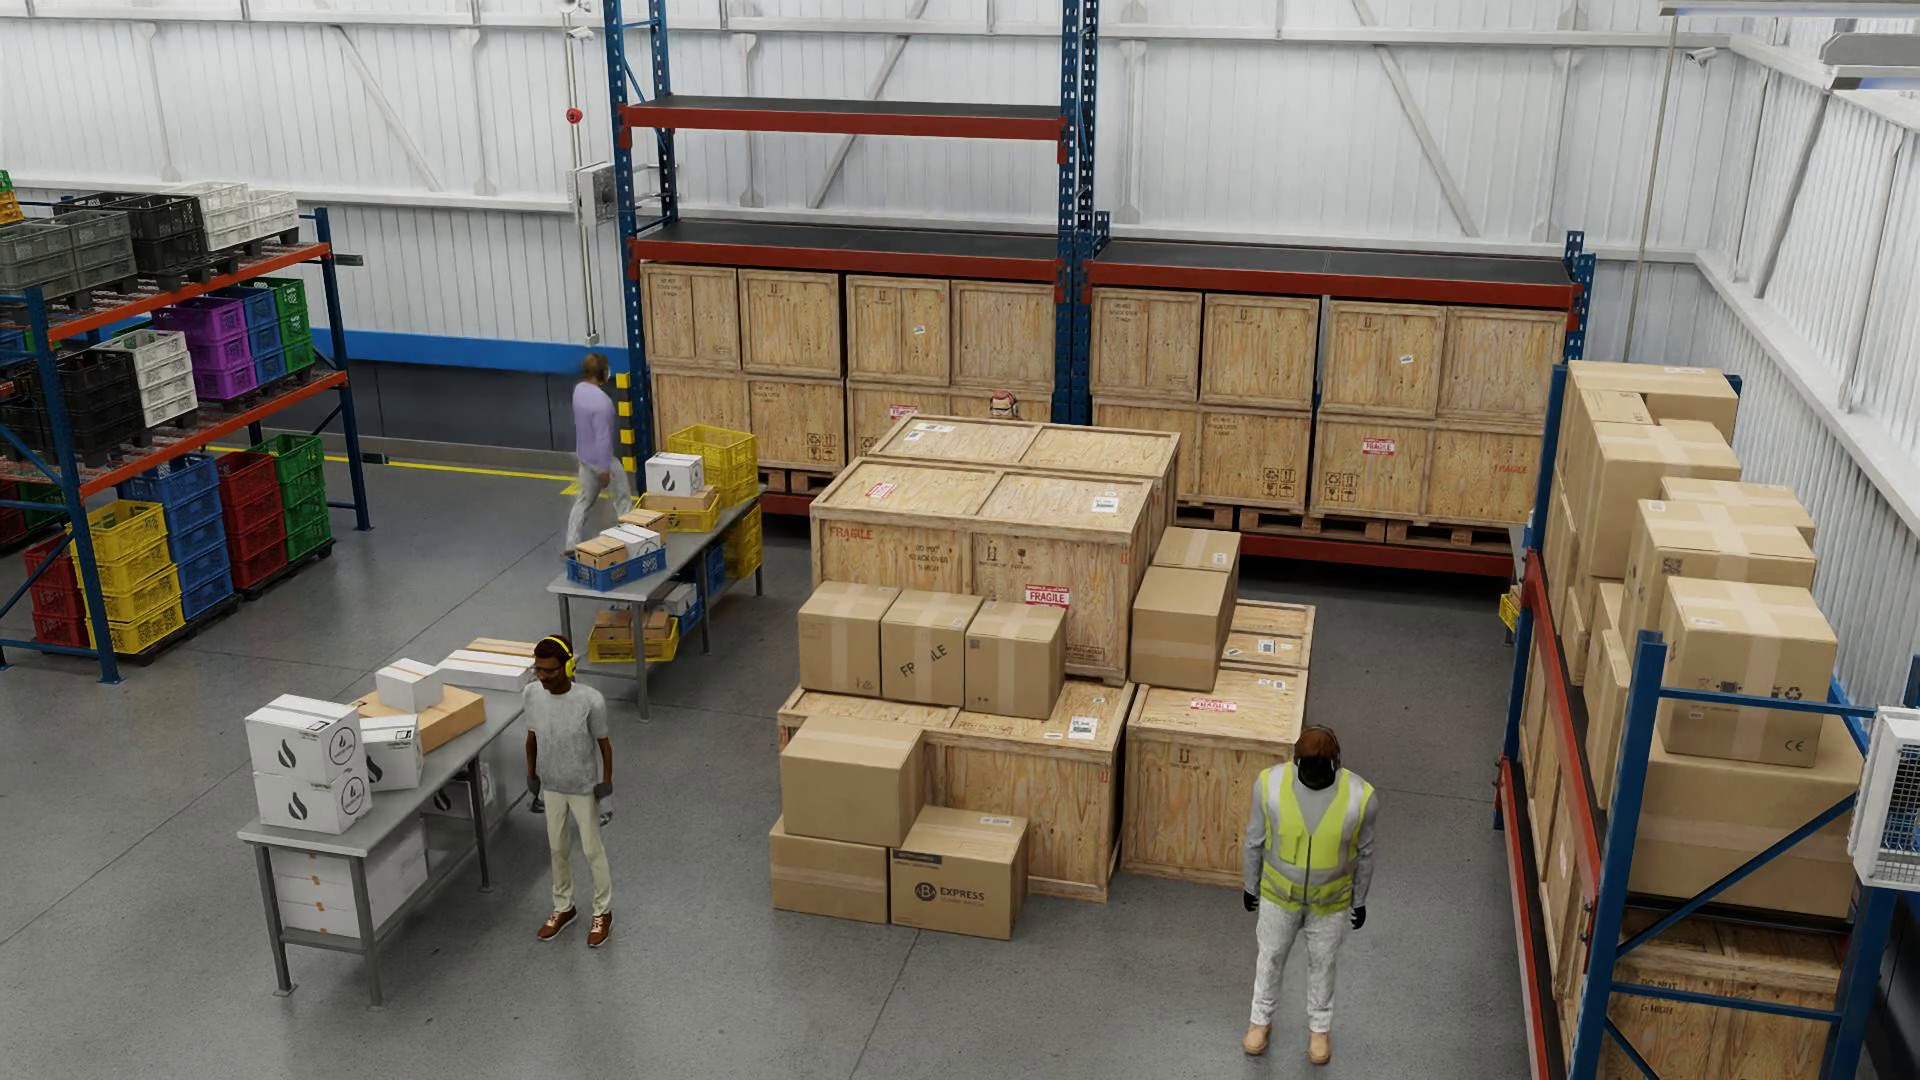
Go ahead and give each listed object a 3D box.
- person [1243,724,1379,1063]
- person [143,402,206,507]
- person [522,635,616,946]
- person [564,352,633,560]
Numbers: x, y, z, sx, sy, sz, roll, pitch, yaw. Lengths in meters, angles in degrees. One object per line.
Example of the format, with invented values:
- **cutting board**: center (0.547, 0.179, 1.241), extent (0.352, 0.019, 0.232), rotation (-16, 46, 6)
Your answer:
- **person**: center (1.712, 1.750, 8.246), extent (0.633, 1.842, 0.429), rotation (5, 21, 13)
- **person**: center (-7.153, -0.898, 15.137), extent (0.567, 1.877, 0.350), rotation (-14, 25, -32)
- **person**: center (-2.157, 1.376, 9.185), extent (0.532, 1.868, 0.310), rotation (5, 21, 13)
- **person**: center (-3.145, -0.739, 14.696), extent (0.833, 1.909, 0.646), rotation (-14, 25, -32)
